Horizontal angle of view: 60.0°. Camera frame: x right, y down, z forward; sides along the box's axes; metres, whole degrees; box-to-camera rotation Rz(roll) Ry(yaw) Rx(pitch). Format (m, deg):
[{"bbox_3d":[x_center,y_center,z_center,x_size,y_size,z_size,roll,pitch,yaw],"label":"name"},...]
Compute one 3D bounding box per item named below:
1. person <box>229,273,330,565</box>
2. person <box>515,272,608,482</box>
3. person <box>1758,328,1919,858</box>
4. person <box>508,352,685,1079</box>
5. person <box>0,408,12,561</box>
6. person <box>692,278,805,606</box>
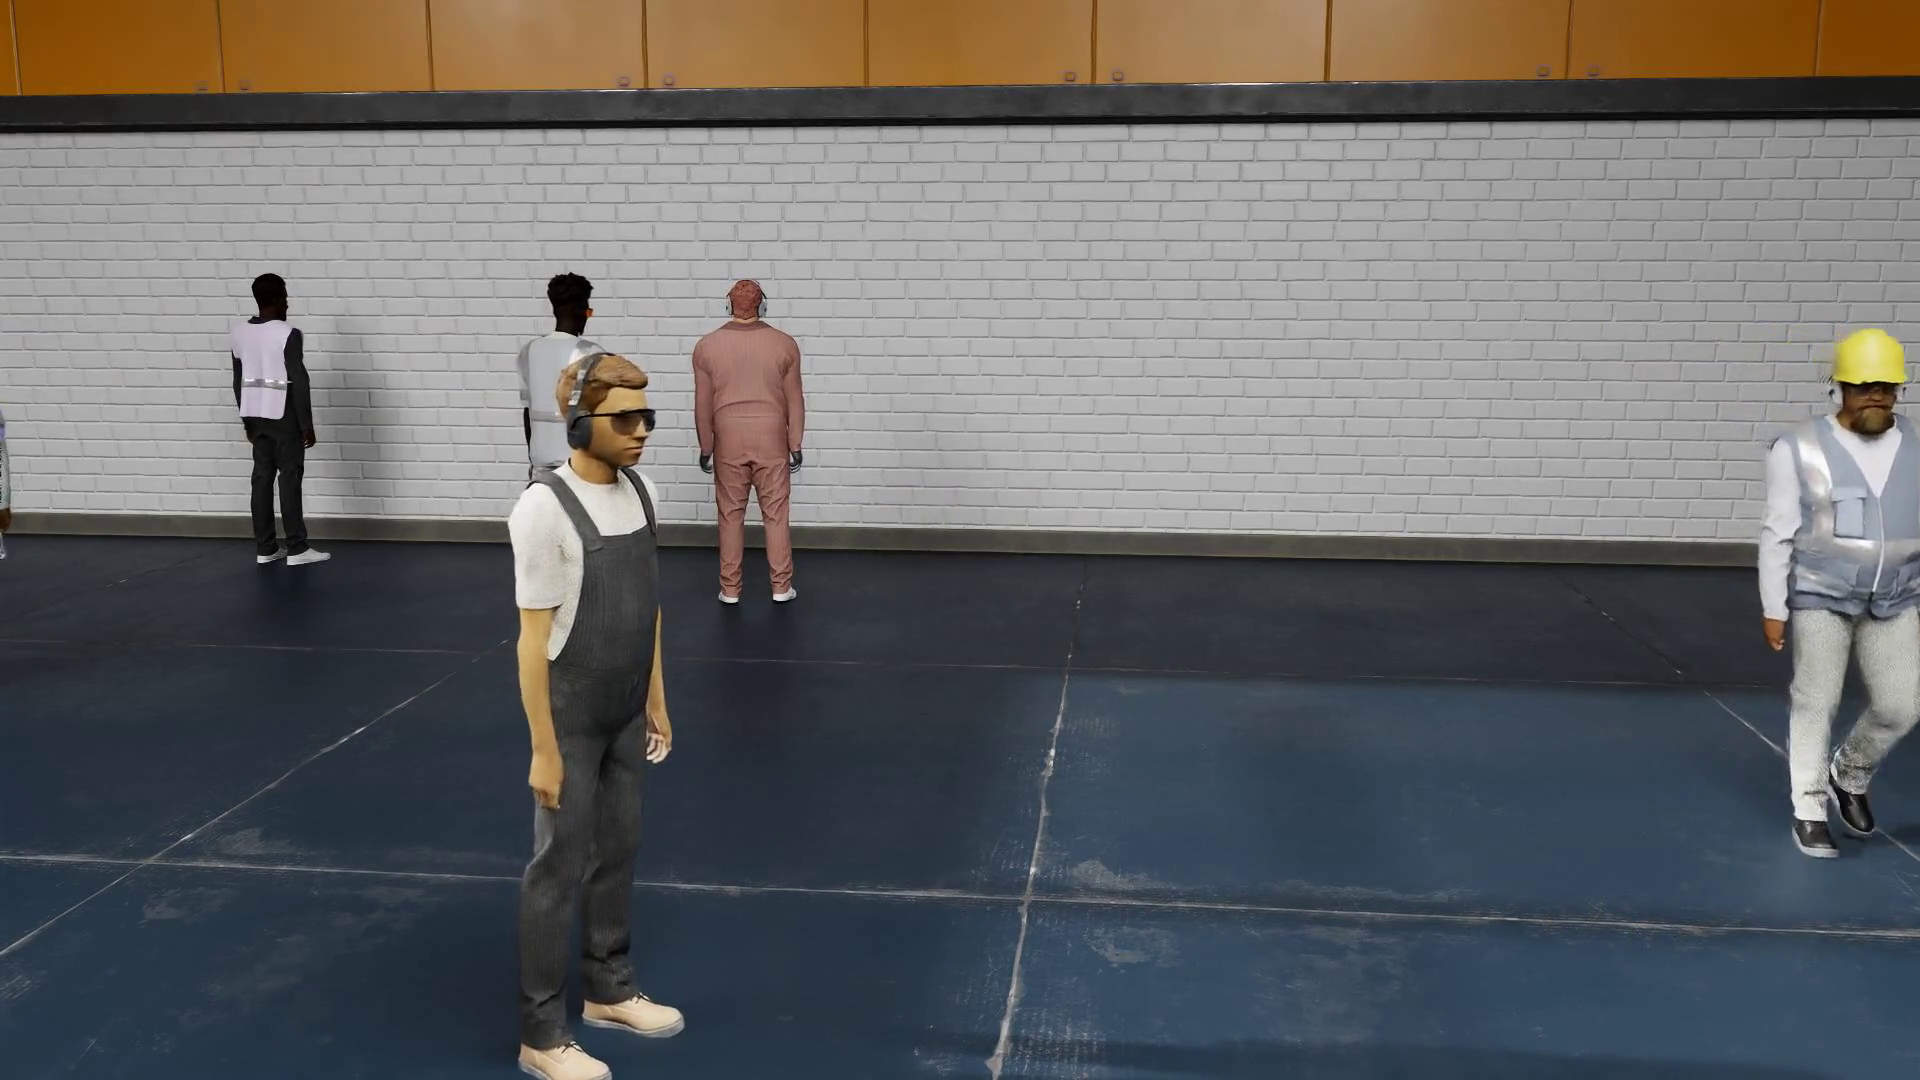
[{"bbox_3d":[-4.521,-0.789,10.974,0.587,1.920,0.390,4,11,22],"label":"person"},{"bbox_3d":[-2.084,-0.444,8.893,0.607,1.958,0.372,6,11,29],"label":"person"},{"bbox_3d":[3.031,0.191,5.664,0.615,1.814,0.421,1,10,8],"label":"person"},{"bbox_3d":[-0.909,0.450,4.158,0.364,1.834,0.521,4,11,24],"label":"person"},{"bbox_3d":[-4.696,-0.212,7.669,0.550,1.920,0.590,-8,13,-37],"label":"person"},{"bbox_3d":[-1.224,-0.562,9.717,0.640,1.909,0.409,-1,10,-6],"label":"person"}]
